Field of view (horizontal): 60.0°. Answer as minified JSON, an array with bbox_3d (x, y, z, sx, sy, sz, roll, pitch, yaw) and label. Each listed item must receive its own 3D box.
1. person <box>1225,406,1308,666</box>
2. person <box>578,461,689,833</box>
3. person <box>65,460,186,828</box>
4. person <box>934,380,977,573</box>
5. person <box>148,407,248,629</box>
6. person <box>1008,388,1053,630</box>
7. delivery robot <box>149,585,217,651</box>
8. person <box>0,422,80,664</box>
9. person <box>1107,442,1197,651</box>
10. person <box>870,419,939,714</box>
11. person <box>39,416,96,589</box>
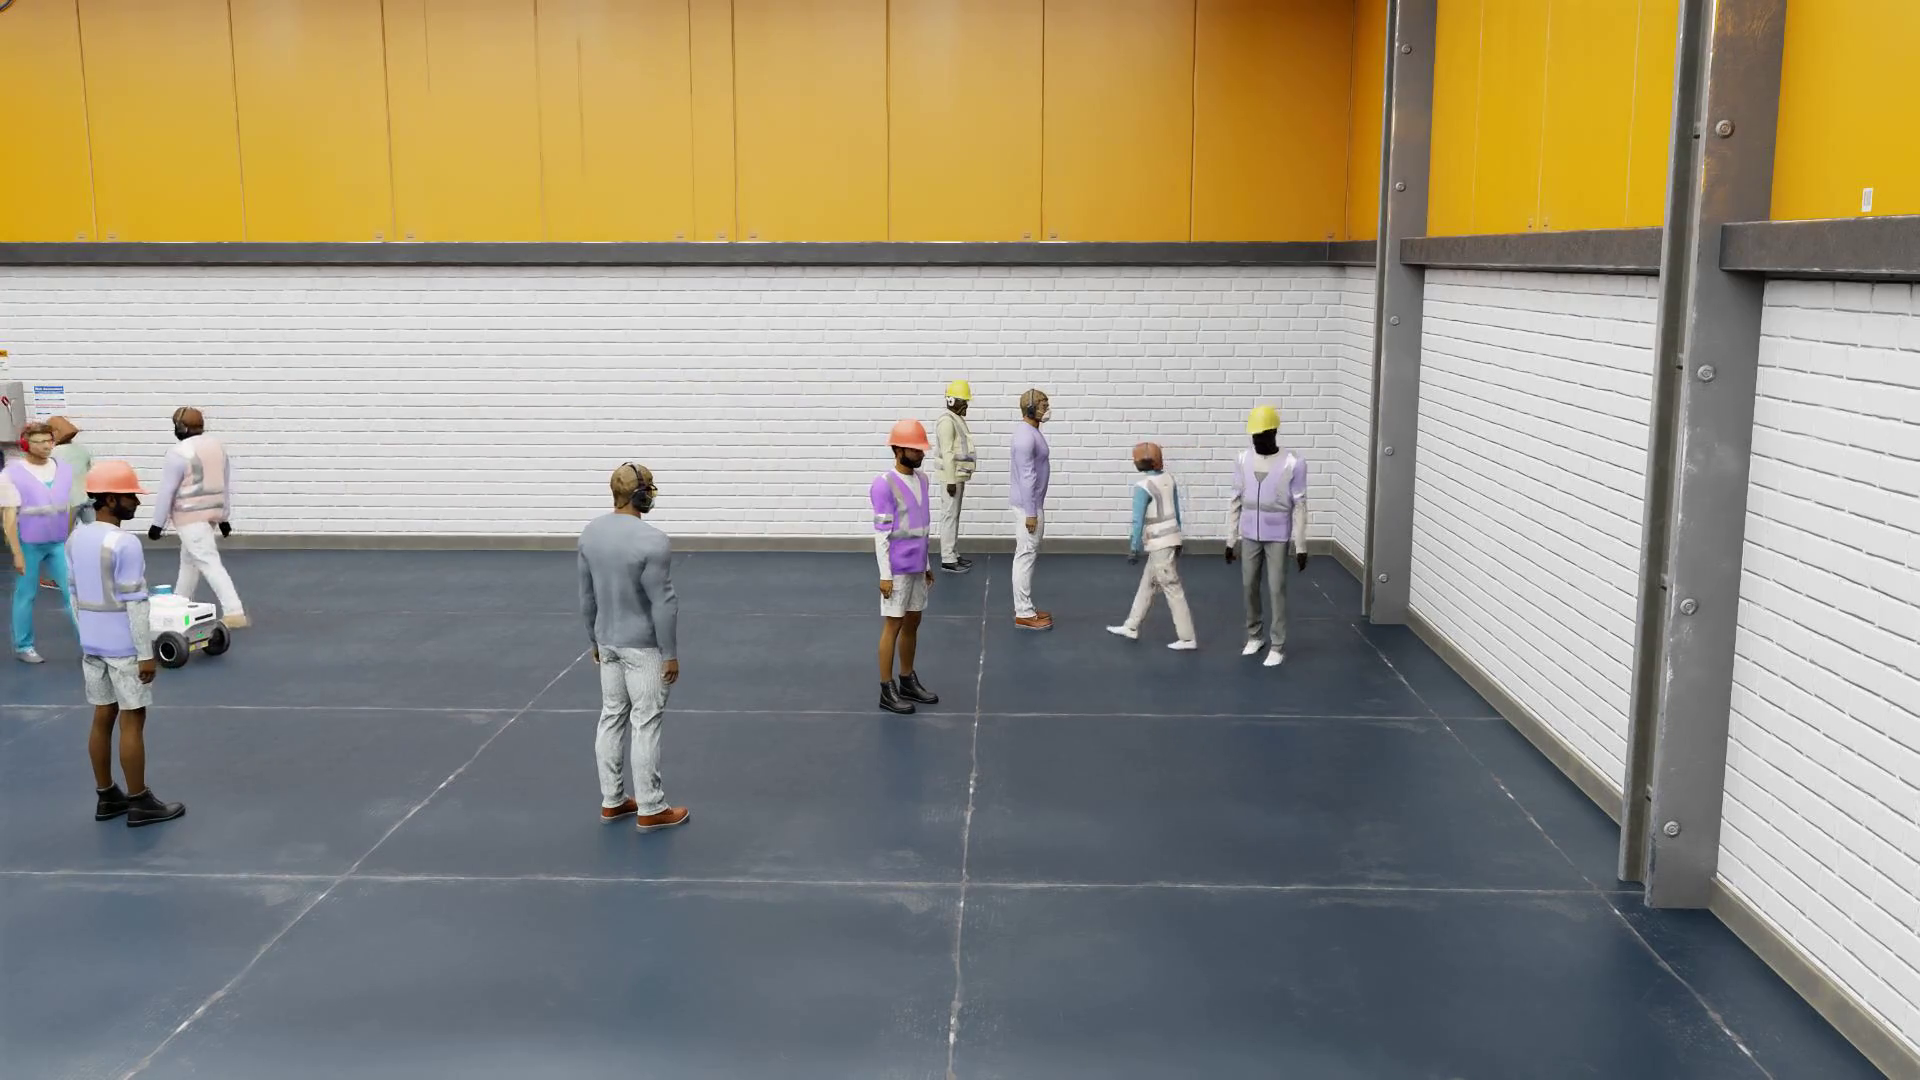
[{"bbox_3d":[2.292,-0.035,12.335,0.642,1.916,0.556,7,12,36],"label":"person"},{"bbox_3d":[-1.708,0.554,8.690,0.637,1.938,0.355,7,12,35],"label":"person"},{"bbox_3d":[-4.428,0.543,8.772,0.547,1.934,0.375,6,11,30],"label":"person"},{"bbox_3d":[-0.040,-0.610,15.845,0.403,1.824,0.586,1,10,7],"label":"person"},{"bbox_3d":[-6.167,-0.171,13.382,0.953,1.799,0.634,2,10,10],"label":"person"},{"bbox_3d":[0.577,-0.254,13.429,0.373,1.940,0.629,1,10,4],"label":"person"},{"bbox_3d":[-5.887,0.577,12.328,0.707,0.478,0.477,3,10,18],"label":"delivery robot"},{"bbox_3d":[-6.617,0.044,12.091,0.955,1.794,0.596,5,11,27],"label":"person"},{"bbox_3d":[1.474,0.044,12.666,0.801,1.588,0.532,5,11,29],"label":"person"},{"bbox_3d":[-0.343,0.166,10.972,0.362,1.934,0.551,6,11,32],"label":"person"},{"bbox_3d":[-7.900,-0.310,14.783,0.853,1.579,0.513,3,10,18],"label":"person"}]
